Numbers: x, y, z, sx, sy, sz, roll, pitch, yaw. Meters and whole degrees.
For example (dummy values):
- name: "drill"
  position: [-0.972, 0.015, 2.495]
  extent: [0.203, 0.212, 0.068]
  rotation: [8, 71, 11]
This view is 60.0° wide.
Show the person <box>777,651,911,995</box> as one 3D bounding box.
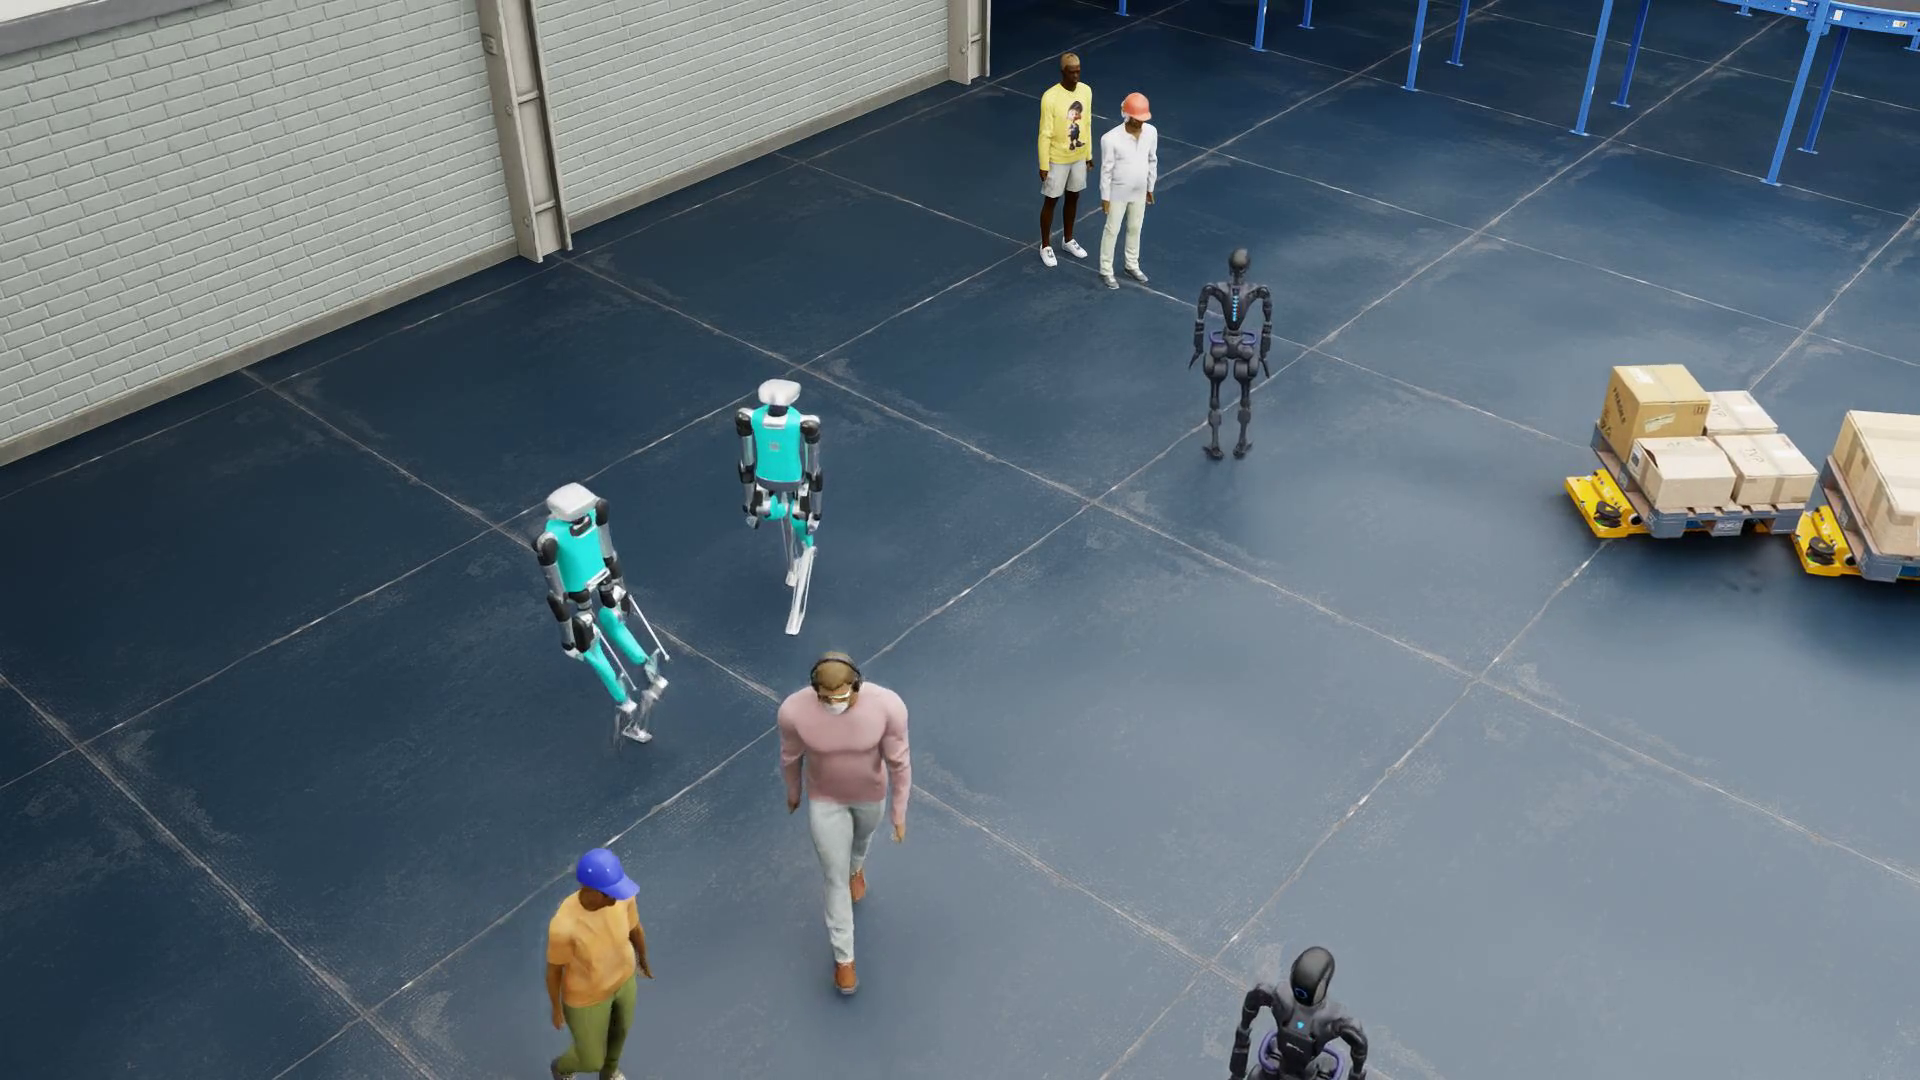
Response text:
- name: "person"
  position: [-0.560, 1.270, 8.216]
  extent: [0.626, 1.885, 0.949]
  rotation: [-5, 36, -8]

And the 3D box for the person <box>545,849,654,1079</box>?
- name: "person"
  position: [-1.595, 1.976, 7.382]
  extent: [0.555, 1.687, 0.486]
  rotation: [28, 44, 33]

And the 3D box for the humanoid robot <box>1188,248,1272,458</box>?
- name: "humanoid robot"
  position: [1.967, -1.357, 12.082]
  extent: [0.588, 1.658, 0.327]
  rotation: [5, 36, 6]

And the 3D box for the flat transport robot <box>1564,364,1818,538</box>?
- name: "flat transport robot"
  position: [5.116, -0.294, 11.801]
  extent: [1.431, 0.231, 0.659]
  rotation: [-2, 36, -3]

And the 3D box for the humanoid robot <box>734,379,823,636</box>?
- name: "humanoid robot"
  position: [-1.068, -0.330, 10.607]
  extent: [0.542, 1.780, 0.930]
  rotation: [5, 36, 8]

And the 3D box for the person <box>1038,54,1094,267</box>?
- name: "person"
  position: [0.930, -3.375, 14.723]
  extent: [0.557, 1.898, 0.362]
  rotation: [-20, 40, -25]

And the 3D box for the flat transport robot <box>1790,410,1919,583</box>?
- name: "flat transport robot"
  position: [6.459, 0.038, 11.334]
  extent: [1.431, 0.231, 0.659]
  rotation: [5, 36, 8]

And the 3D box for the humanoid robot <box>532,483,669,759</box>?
- name: "humanoid robot"
  position: [-1.935, 0.532, 9.406]
  extent: [0.666, 1.836, 0.541]
  rotation: [19, 40, 25]

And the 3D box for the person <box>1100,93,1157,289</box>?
- name: "person"
  position: [1.463, -3.017, 14.352]
  extent: [0.561, 1.743, 0.348]
  rotation: [-18, 39, -23]

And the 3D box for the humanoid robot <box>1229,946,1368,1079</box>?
- name: "humanoid robot"
  position: [1.435, 2.272, 7.004]
  extent: [0.591, 1.638, 0.681]
  rotation: [17, 39, 22]
